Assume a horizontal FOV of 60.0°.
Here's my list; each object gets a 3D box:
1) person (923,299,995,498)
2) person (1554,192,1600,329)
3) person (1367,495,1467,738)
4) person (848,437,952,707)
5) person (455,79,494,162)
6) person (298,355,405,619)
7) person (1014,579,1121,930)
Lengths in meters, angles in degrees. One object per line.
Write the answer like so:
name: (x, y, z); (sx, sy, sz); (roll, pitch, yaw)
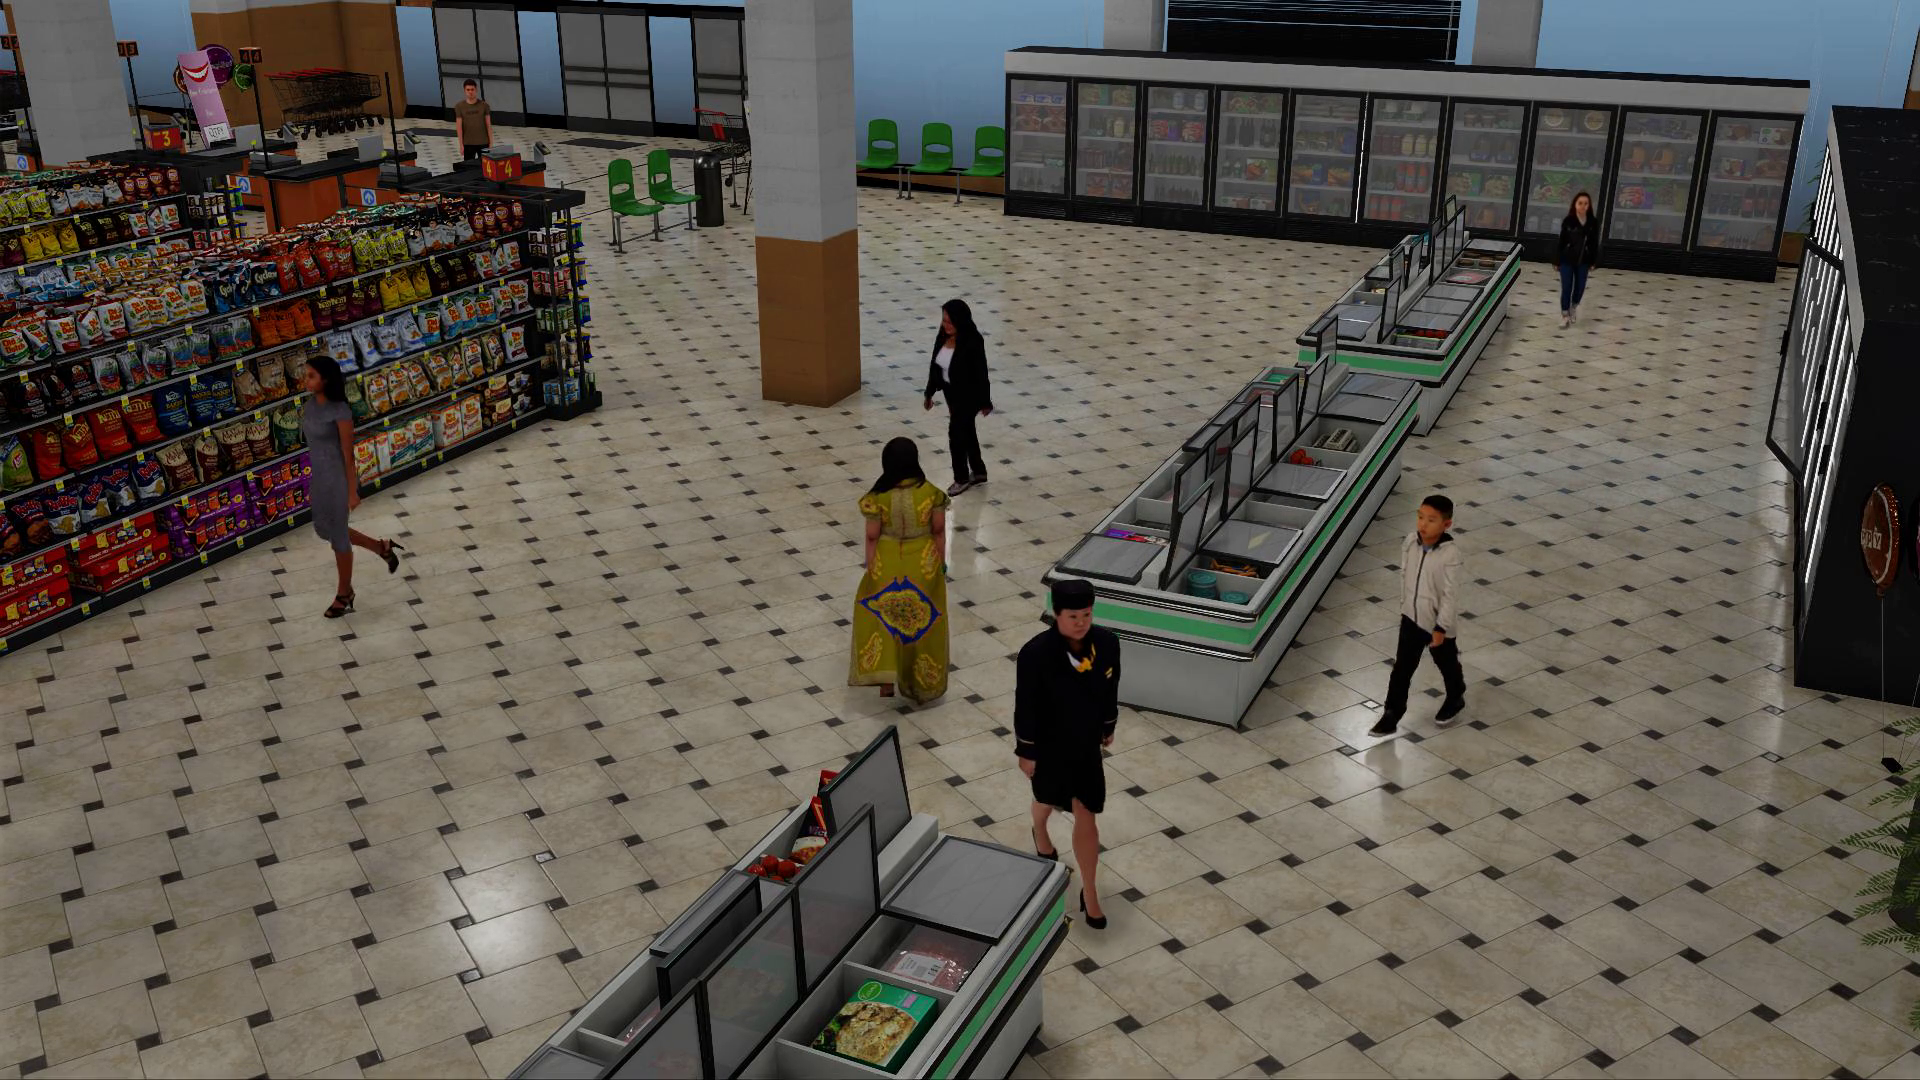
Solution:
person: (0.092, -1.145, 13.164); (0.898, 1.574, 0.837); (-16, 27, -35)
person: (6.658, -3.039, 18.011); (0.608, 1.474, 0.622); (6, 23, 16)
person: (2.719, 0.431, 9.441); (1.059, 1.426, 0.853); (-17, 27, -36)
person: (-0.308, 0.228, 9.646); (0.999, 1.648, 1.056); (-2, 22, -5)
person: (-7.106, -5.816, 24.415); (0.733, 1.851, 0.799); (-8, 23, -20)
person: (-4.052, -0.370, 10.975); (0.727, 1.767, 0.937); (17, 27, 36)
person: (0.478, 0.943, 7.894); (1.092, 1.629, 1.186); (-6, 23, -14)
